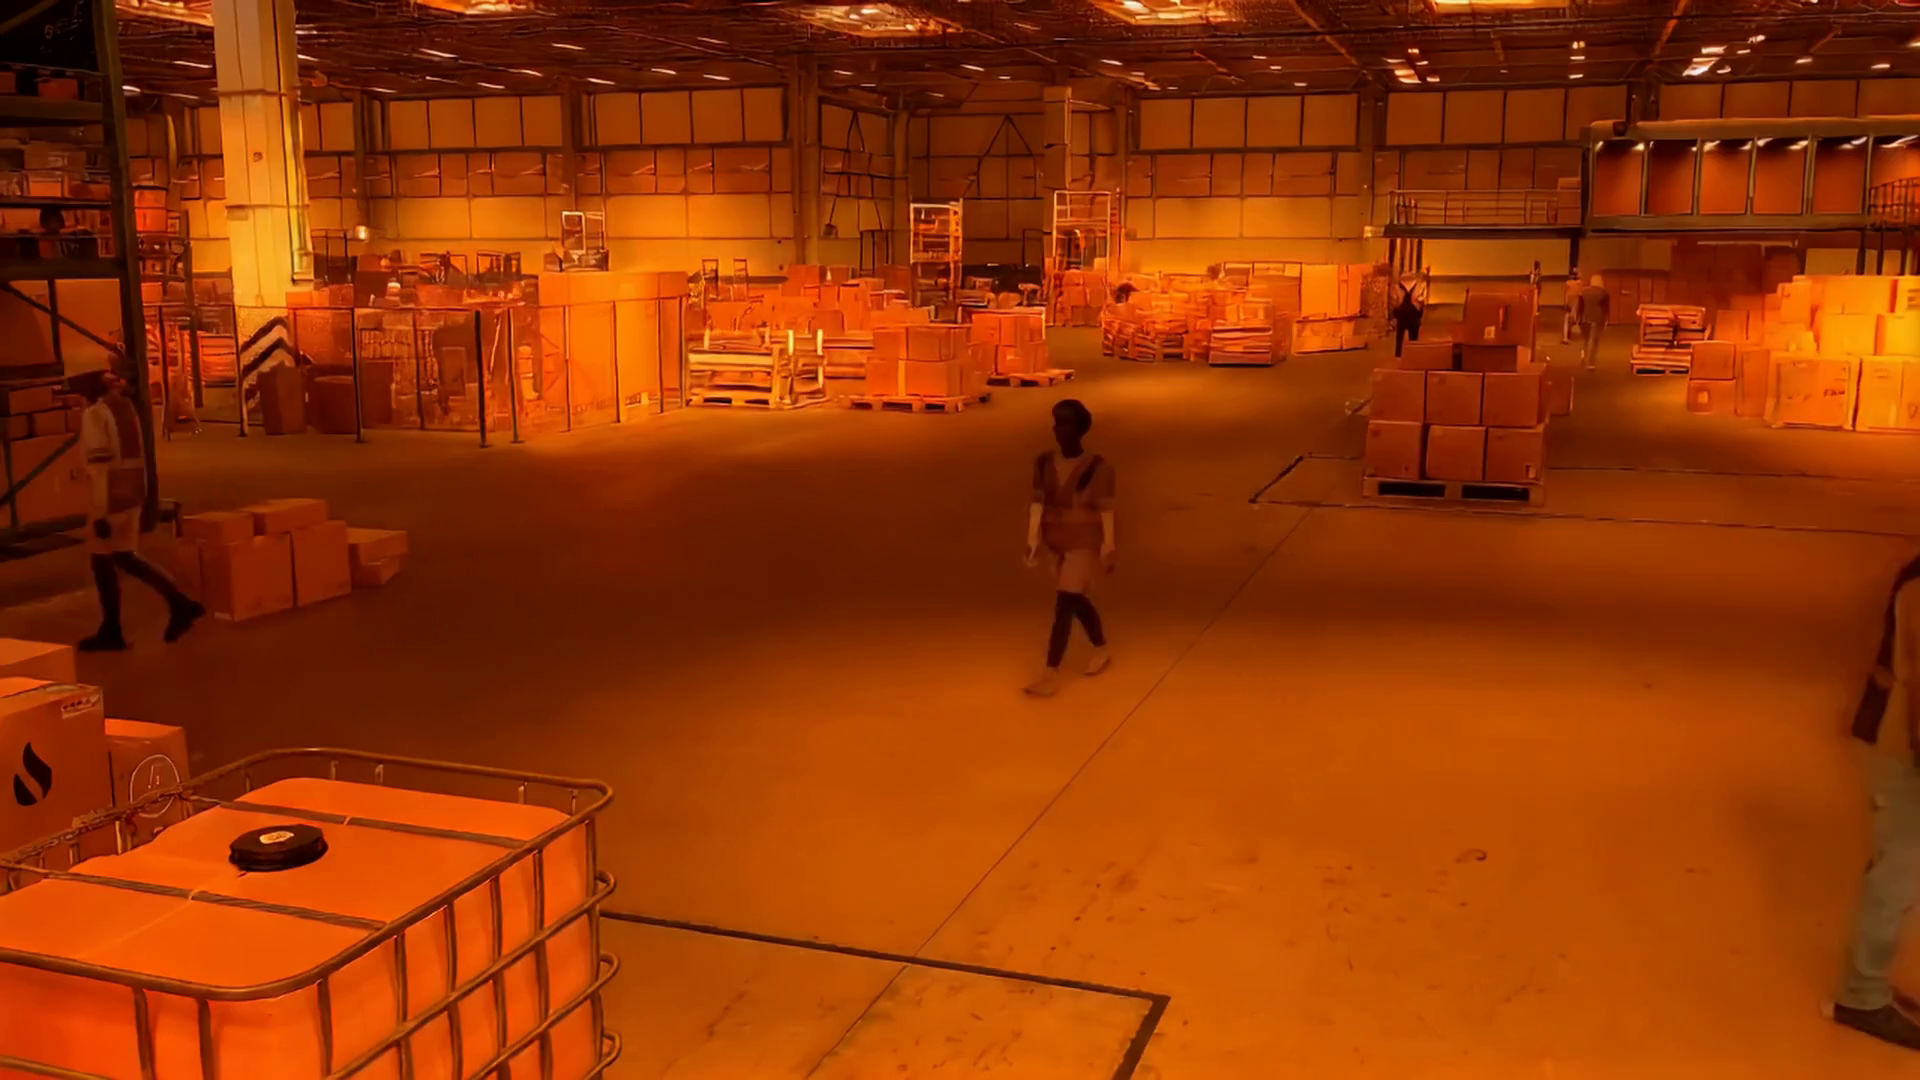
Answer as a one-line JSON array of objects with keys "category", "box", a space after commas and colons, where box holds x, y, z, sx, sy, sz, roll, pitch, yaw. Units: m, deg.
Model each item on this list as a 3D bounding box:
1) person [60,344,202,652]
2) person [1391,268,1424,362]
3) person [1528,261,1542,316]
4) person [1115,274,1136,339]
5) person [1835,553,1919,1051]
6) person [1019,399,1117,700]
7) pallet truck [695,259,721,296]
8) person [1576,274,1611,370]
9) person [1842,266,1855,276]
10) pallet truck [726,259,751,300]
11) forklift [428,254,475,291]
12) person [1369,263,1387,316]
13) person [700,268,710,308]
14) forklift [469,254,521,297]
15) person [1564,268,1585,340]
[{"category": "person", "box": [-5.121, -0.252, 10.217, 0.662, 1.915, 0.554, 0, 10, 2]}, {"category": "person", "box": [9.397, -4.707, 34.946, 0.674, 2.000, 0.537, 4, 11, 20]}, {"category": "person", "box": [20.198, -8.814, 58.390, 0.594, 1.926, 0.366, -4, 11, -22]}, {"category": "person", "box": [4.298, -6.029, 43.222, 0.533, 1.751, 0.687, 6, 12, 31]}, {"category": "person", "box": [3.042, 0.672, 5.063, 0.583, 1.892, 0.619, -8, 13, -38]}, {"category": "person", "box": [0.627, 0.027, 9.382, 0.540, 1.651, 0.897, 9, 14, 43]}, {"category": "pallet truck", "box": [-9.165, -9.627, 62.776, 0.823, 1.965, 1.885, 4, 11, 23]}, {"category": "person", "box": [12.732, -4.372, 33.383, 0.658, 1.922, 0.448, 9, 14, 42]}, {"category": "person", "box": [19.697, -5.076, 37.030, 0.606, 2.039, 0.395, 3, 10, 14]}, {"category": "pallet truck", "box": [-7.986, -9.493, 62.019, 0.823, 1.965, 1.885, 3, 11, 17]}, {"category": "forklift", "box": [-20.133, -10.254, 65.465, 1.157, 1.987, 2.680, 3, 11, 19]}, {"category": "person", "box": [14.687, -8.779, 58.377, 0.439, 1.890, 0.575, -3, 10, -16]}, {"category": "person", "box": [-7.002, -6.548, 45.797, 0.311, 1.869, 0.532, -2, 10, -9]}, {"category": "forklift", "box": [-17.990, -10.121, 64.684, 1.157, 1.987, 2.680, 3, 11, 17]}, {"category": "person", "box": [16.223, -6.218, 43.903, 0.553, 1.879, 1.035, 1, 10, 5]}]
